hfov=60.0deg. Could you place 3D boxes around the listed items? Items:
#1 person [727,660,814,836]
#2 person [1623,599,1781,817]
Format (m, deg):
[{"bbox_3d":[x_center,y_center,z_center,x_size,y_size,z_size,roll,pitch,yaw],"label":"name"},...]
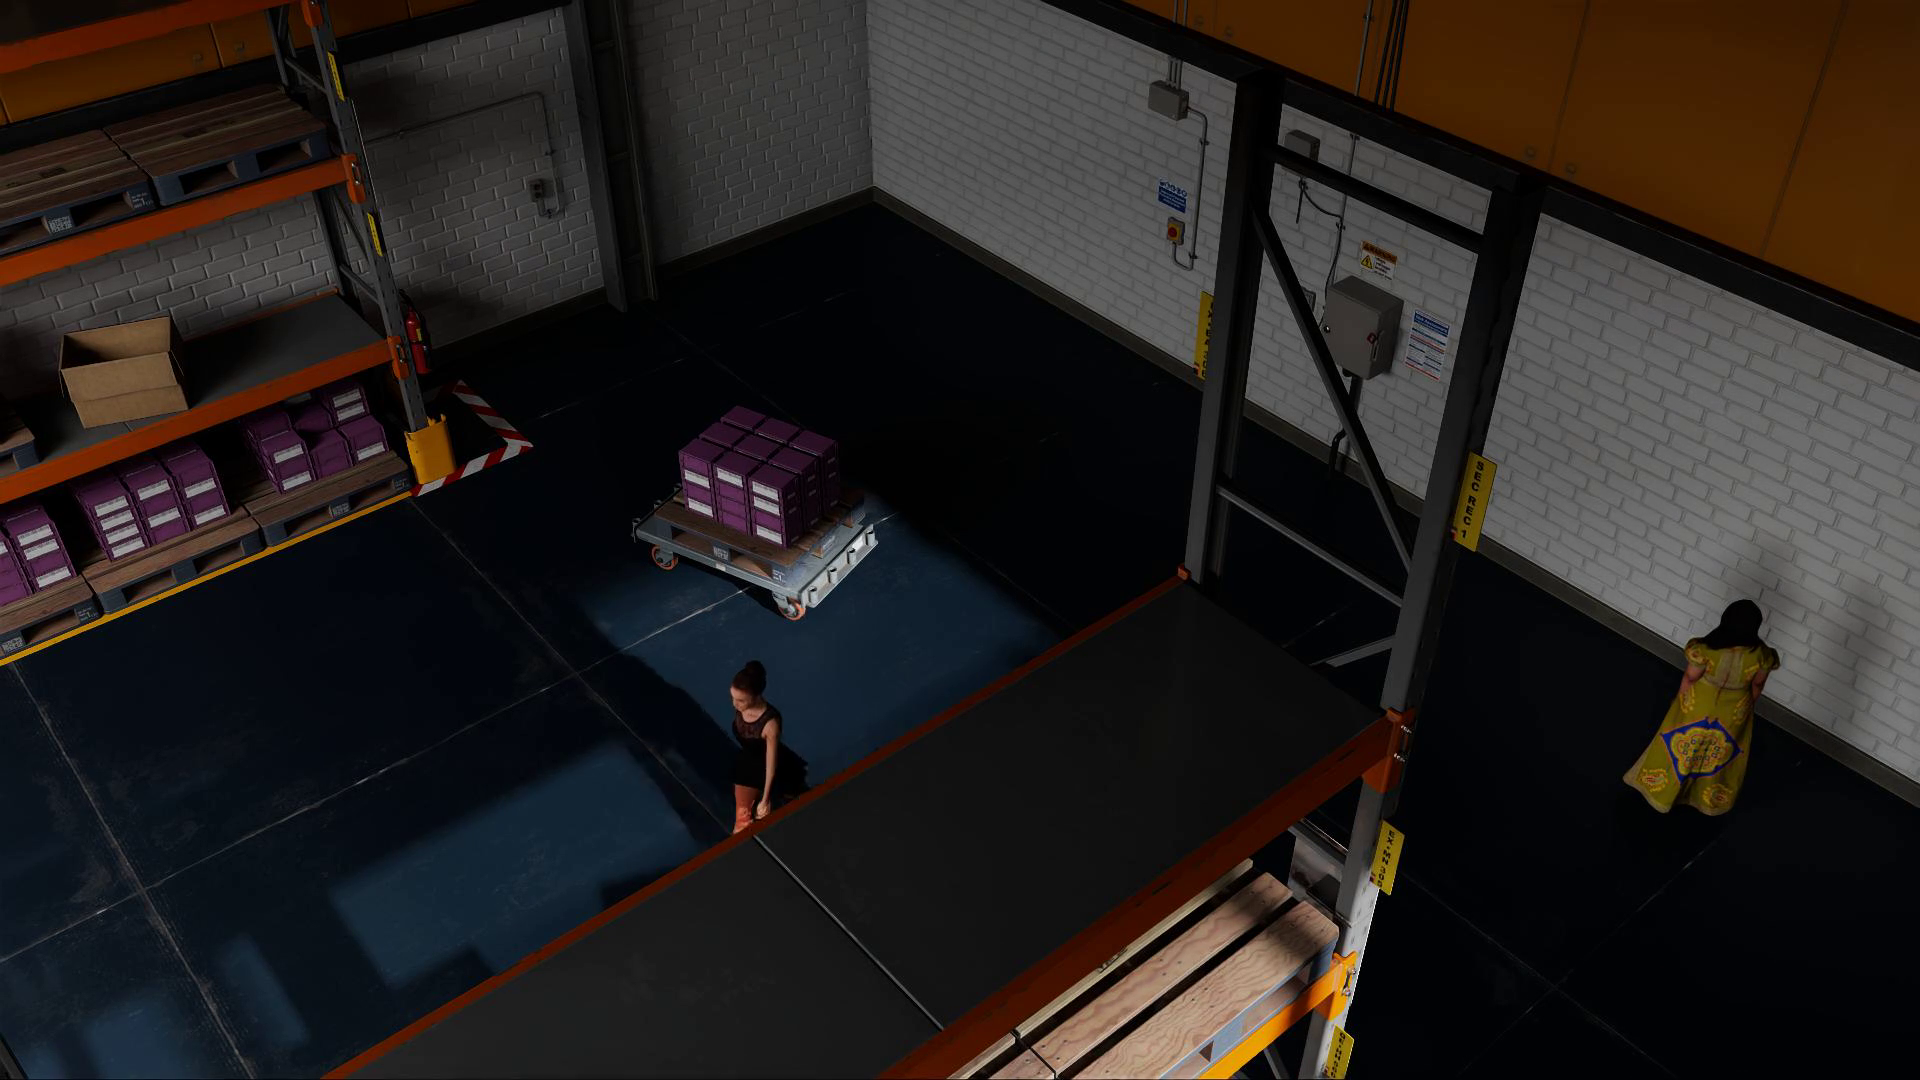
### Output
[{"bbox_3d":[-1.071,1.319,9.868,0.684,1.632,1.167,29,47,32],"label":"person"},{"bbox_3d":[4.620,1.026,10.212,1.003,1.660,1.033,8,39,10],"label":"person"}]
